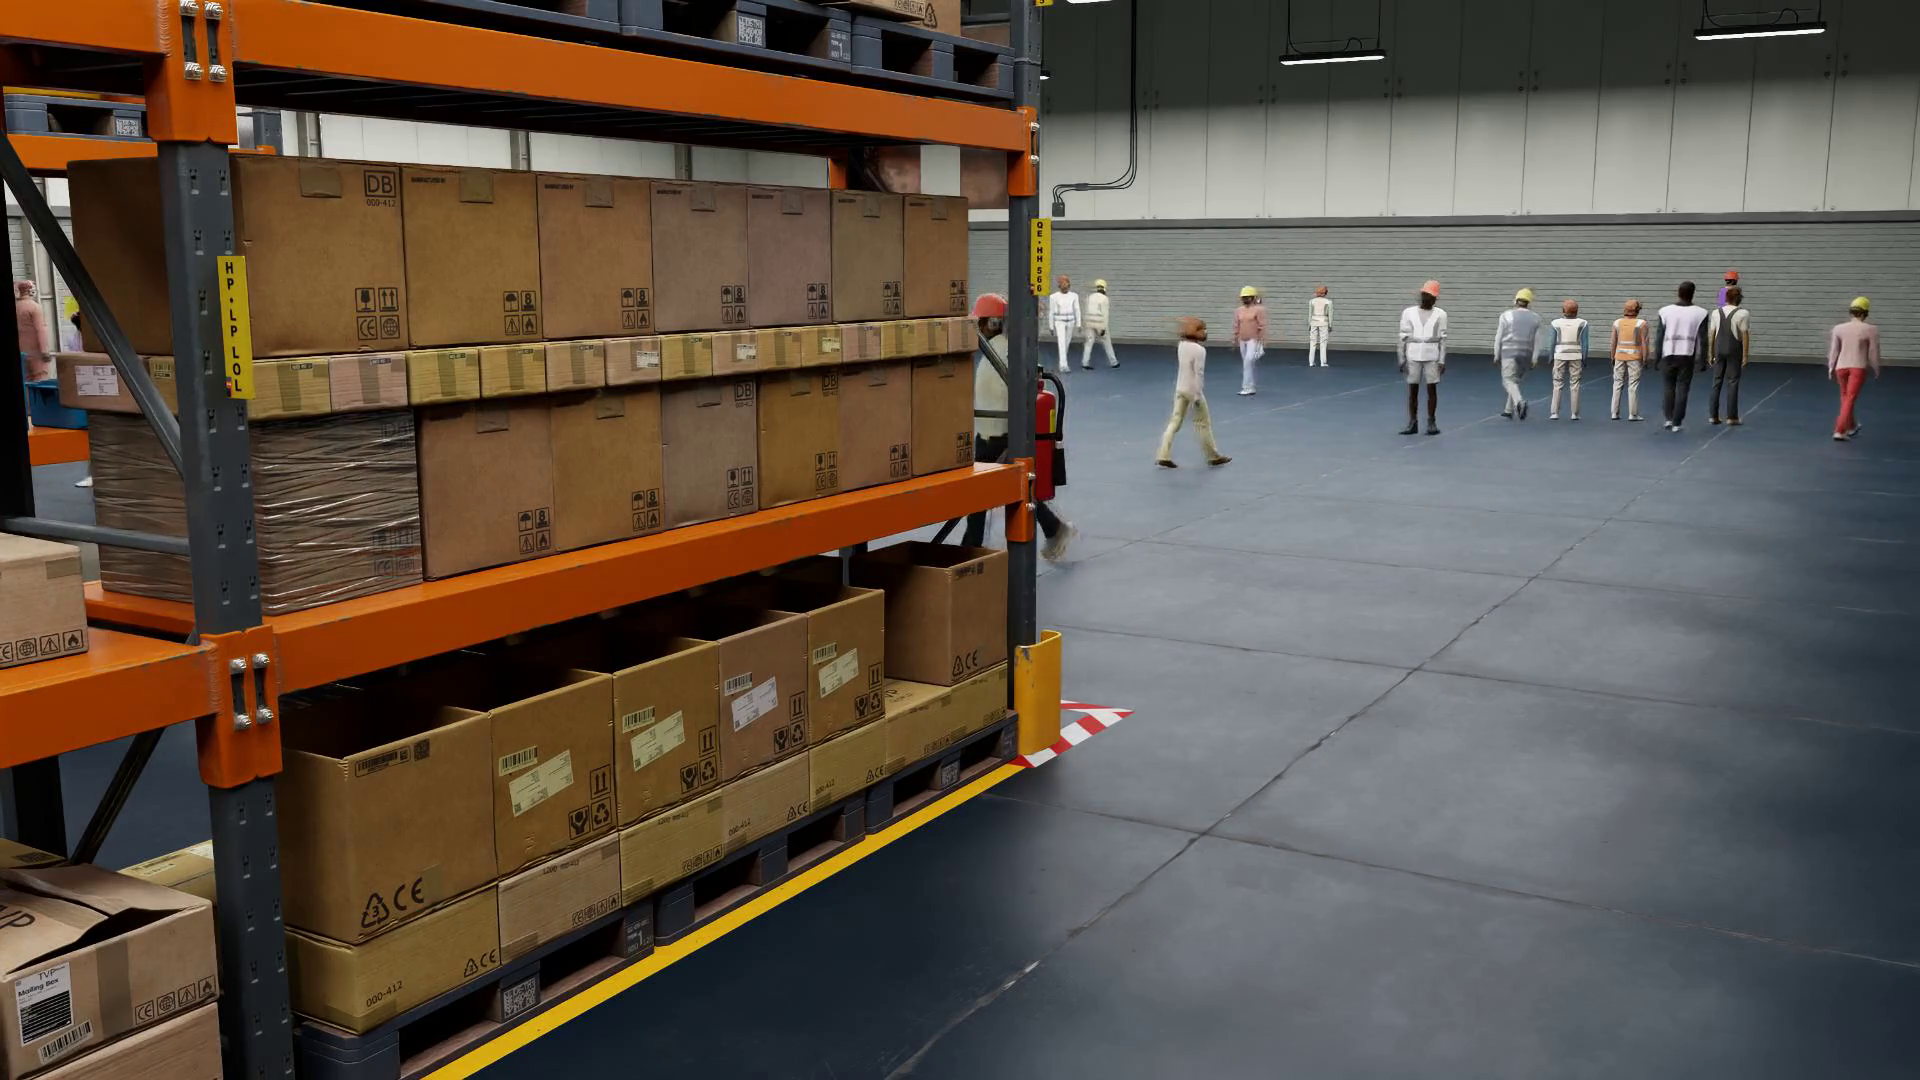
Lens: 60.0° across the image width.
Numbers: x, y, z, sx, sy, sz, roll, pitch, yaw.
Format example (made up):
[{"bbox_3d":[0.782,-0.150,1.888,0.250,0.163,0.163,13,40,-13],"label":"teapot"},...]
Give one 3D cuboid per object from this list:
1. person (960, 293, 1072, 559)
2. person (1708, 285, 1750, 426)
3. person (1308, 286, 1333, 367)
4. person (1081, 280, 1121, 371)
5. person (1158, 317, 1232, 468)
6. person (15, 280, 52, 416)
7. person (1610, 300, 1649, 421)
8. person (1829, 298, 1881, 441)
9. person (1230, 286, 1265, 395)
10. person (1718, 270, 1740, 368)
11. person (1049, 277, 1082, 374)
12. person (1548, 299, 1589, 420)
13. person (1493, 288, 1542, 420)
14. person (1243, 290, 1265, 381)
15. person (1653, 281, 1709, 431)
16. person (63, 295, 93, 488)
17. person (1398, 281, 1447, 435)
[{"bbox_3d":[0.344,-0.805,12.066,0.878,1.968,0.609,-2,10,-12],"label":"person"},{"bbox_3d":[10.147,-2.433,21.955,0.325,1.843,0.517,-8,13,-40],"label":"person"},{"bbox_3d":[7.268,-4.307,33.559,0.509,1.629,0.316,6,11,30],"label":"person"},{"bbox_3d":[2.702,-4.169,32.343,0.893,1.770,0.589,-8,13,-40],"label":"person"},{"bbox_3d":[2.454,-1.541,17.482,0.849,1.585,0.506,-5,11,-28],"label":"person"},{"bbox_3d":[-12.747,-2.615,22.874,0.649,1.901,0.404,5,11,29],"label":"person"},{"bbox_3d":[9.070,-2.431,22.553,0.308,1.636,0.524,-9,13,-41],"label":"person"},{"bbox_3d":[10.899,-2.077,20.237,0.927,1.717,0.536,-7,12,-35],"label":"person"},{"bbox_3d":[4.533,-3.165,26.516,0.757,1.737,0.556,-9,13,-44],"label":"person"},{"bbox_3d":[15.360,-4.410,33.246,0.353,1.942,0.545,-1,10,-4],"label":"person"},{"bbox_3d":[1.994,-4.110,31.807,0.576,1.845,0.979,-3,10,-15],"label":"person"},{"bbox_3d":[8.265,-2.446,22.617,0.515,1.645,0.309,3,10,19],"label":"person"},{"bbox_3d":[7.548,-2.496,22.463,0.598,1.802,0.757,-1,10,-5],"label":"person"},{"bbox_3d":[5.229,-3.638,29.677,0.505,1.621,0.378,-9,13,-42],"label":"person"},{"bbox_3d":[9.257,-2.352,21.321,0.640,1.894,0.693,6,11,30],"label":"person"},{"bbox_3d":[-8.428,-1.482,16.363,0.590,1.856,0.961,1,10,4],"label":"person"},{"bbox_3d":[5.775,-2.258,20.763,0.593,1.906,0.398,3,10,15],"label":"person"}]
